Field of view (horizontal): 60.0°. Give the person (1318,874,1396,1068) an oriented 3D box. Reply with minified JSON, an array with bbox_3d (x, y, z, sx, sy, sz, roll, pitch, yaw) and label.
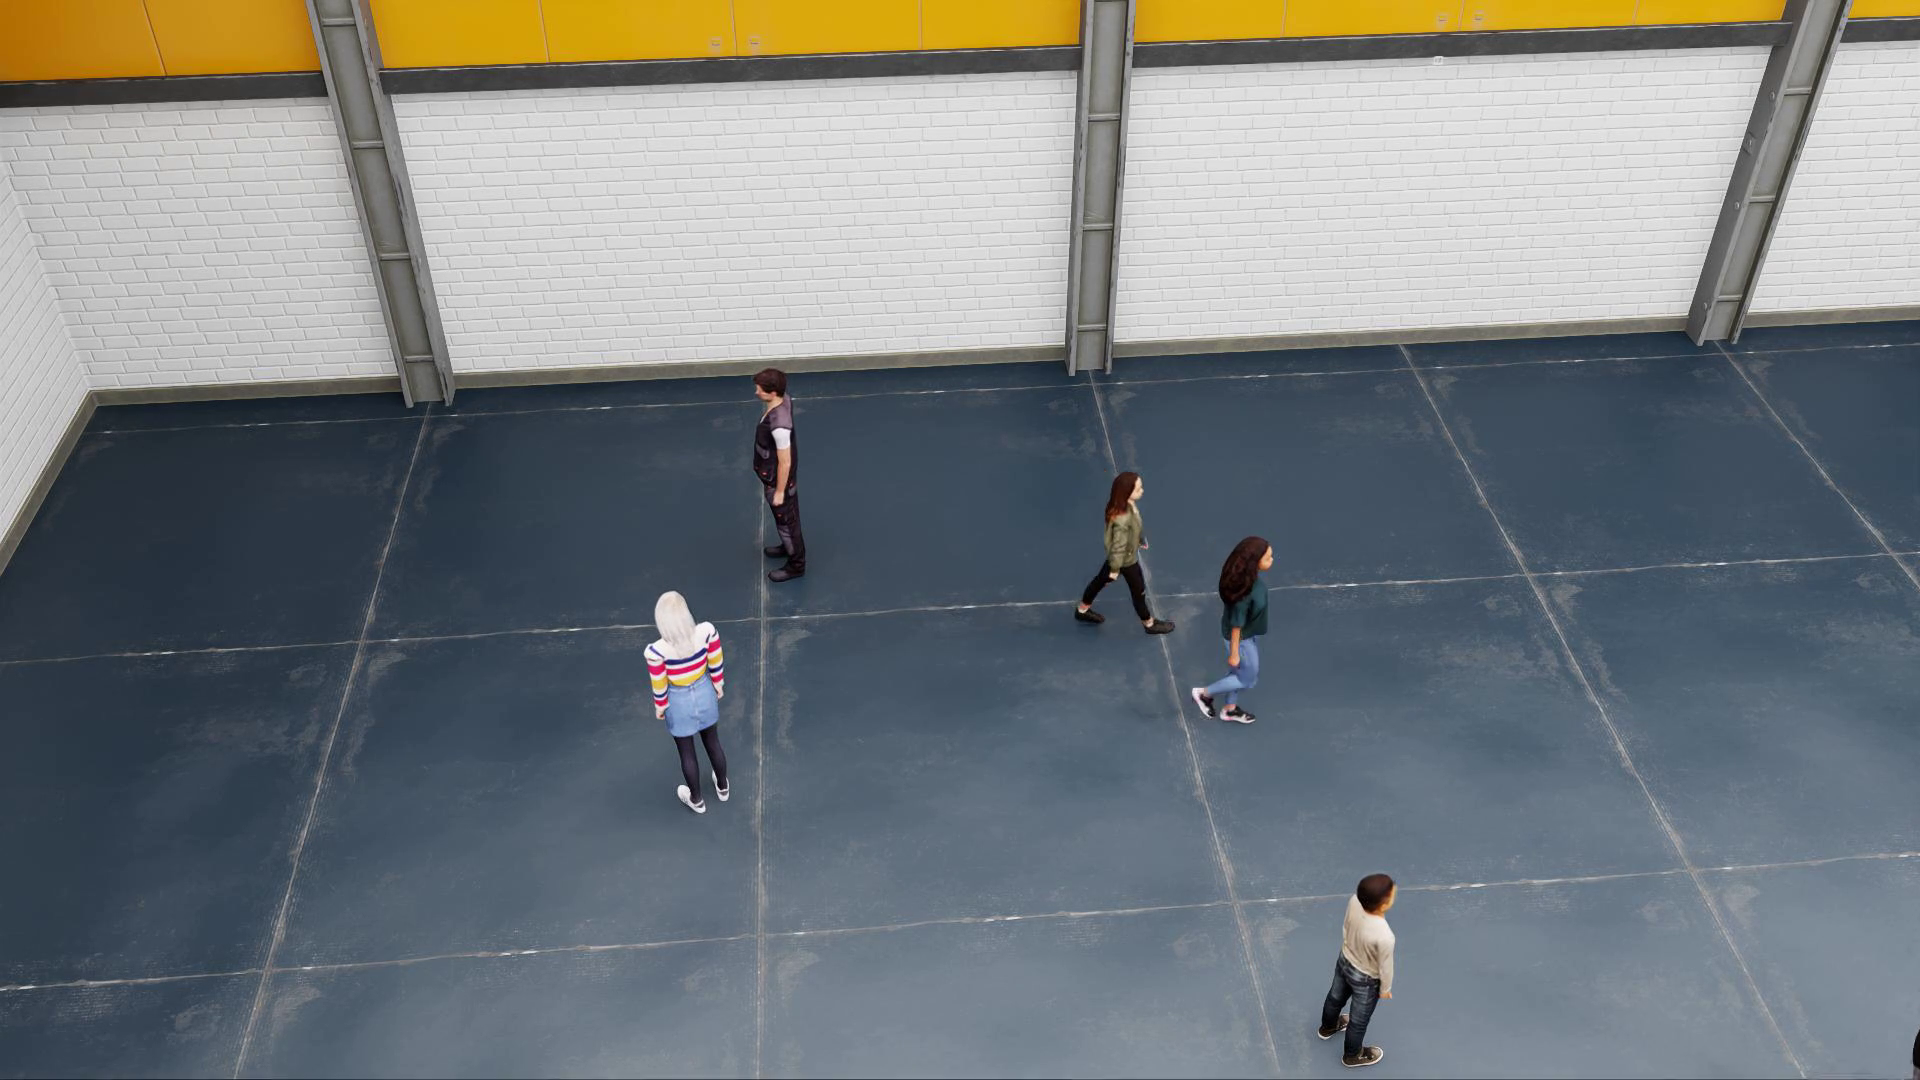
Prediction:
[{"bbox_3d":[2.231,2.385,9.279,0.614,1.464,0.611,-17,42,-20],"label":"person"}]

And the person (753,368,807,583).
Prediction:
[{"bbox_3d":[-1.354,-0.516,12.602,0.574,1.849,0.658,-6,39,-7],"label":"person"}]

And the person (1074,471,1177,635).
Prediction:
[{"bbox_3d":[1.115,0.100,12.161,1.016,1.438,0.679,3,39,3],"label":"person"}]

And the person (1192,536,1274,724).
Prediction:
[{"bbox_3d":[1.842,0.633,11.355,0.781,1.611,0.709,9,40,12],"label":"person"}]

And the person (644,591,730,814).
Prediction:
[{"bbox_3d":[-1.730,1.039,10.688,0.628,1.807,0.781,-20,43,-23],"label":"person"}]
